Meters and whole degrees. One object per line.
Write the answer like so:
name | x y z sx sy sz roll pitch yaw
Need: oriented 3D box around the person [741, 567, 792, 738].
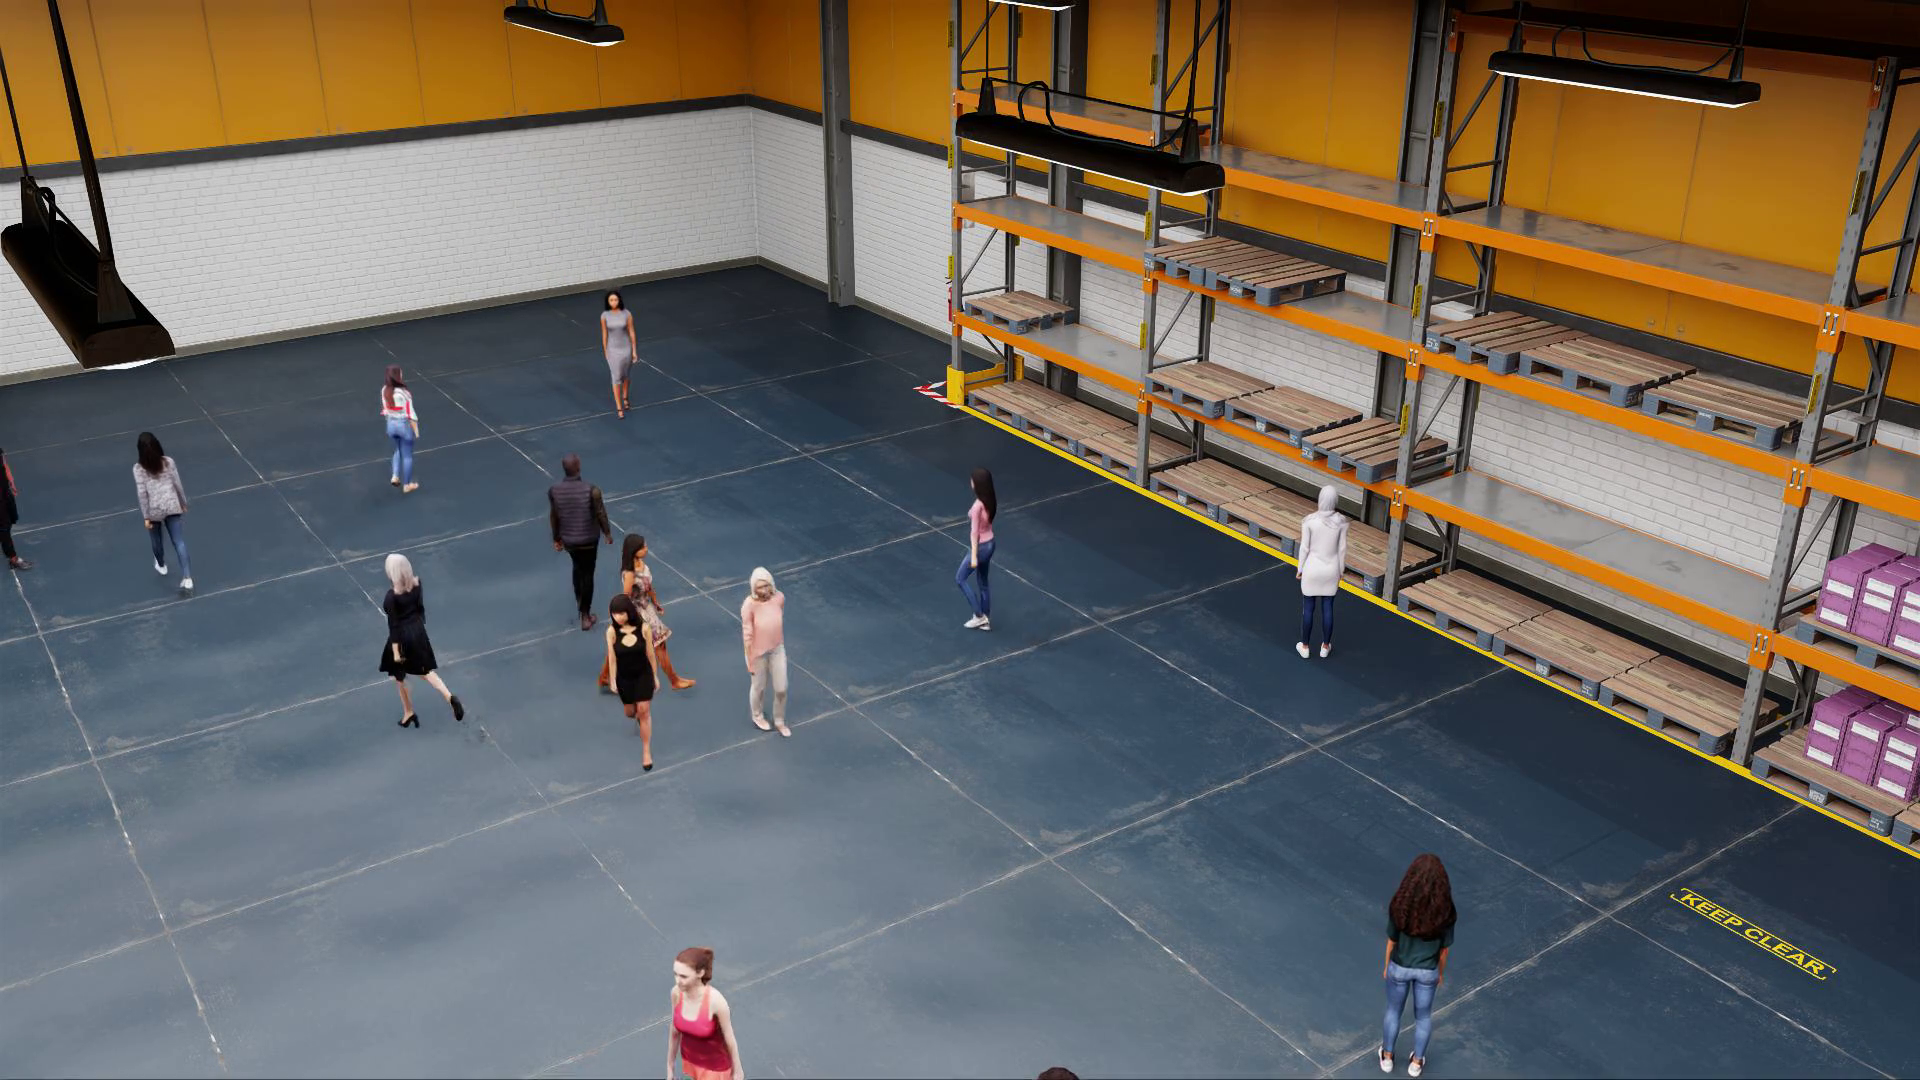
person | -1.750 0.956 14.741 0.595 1.684 0.735 -20 31 -39

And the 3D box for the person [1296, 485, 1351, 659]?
person | 3.498 0.306 16.112 0.689 1.775 0.723 1 24 3

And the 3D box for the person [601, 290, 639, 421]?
person | -4.631 -2.547 22.690 0.846 1.736 1.164 -6 24 -14

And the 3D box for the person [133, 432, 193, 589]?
person | -8.374 -0.268 17.542 0.676 1.683 1.193 -18 30 -36

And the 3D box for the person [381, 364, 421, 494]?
person | -6.798 -1.316 20.036 0.731 1.604 0.802 8 25 18

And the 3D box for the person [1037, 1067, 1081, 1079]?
person | 0.515 3.514 8.730 0.823 1.810 0.698 -2 24 -4

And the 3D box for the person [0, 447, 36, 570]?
person | -10.519 -0.517 17.964 1.092 1.801 1.046 2 24 3

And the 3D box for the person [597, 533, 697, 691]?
person | -3.092 0.711 15.416 1.047 1.591 1.163 -1 24 -3

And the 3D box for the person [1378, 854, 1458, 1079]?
person | 2.931 2.745 10.735 0.700 1.614 0.760 4 24 9

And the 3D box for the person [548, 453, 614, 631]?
person | -3.838 0.044 16.660 0.879 1.818 0.939 5 24 10

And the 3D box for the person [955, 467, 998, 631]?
person | 0.275 0.109 16.612 0.754 1.736 0.727 9 25 20

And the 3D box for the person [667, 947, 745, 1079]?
person | -1.444 3.083 9.856 1.174 1.699 0.935 14 27 29

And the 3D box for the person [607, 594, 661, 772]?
person | -2.806 1.168 14.323 0.774 1.629 0.955 -6 24 -13

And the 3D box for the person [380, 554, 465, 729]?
person | -4.804 0.940 14.725 1.045 1.726 0.881 9 25 21
